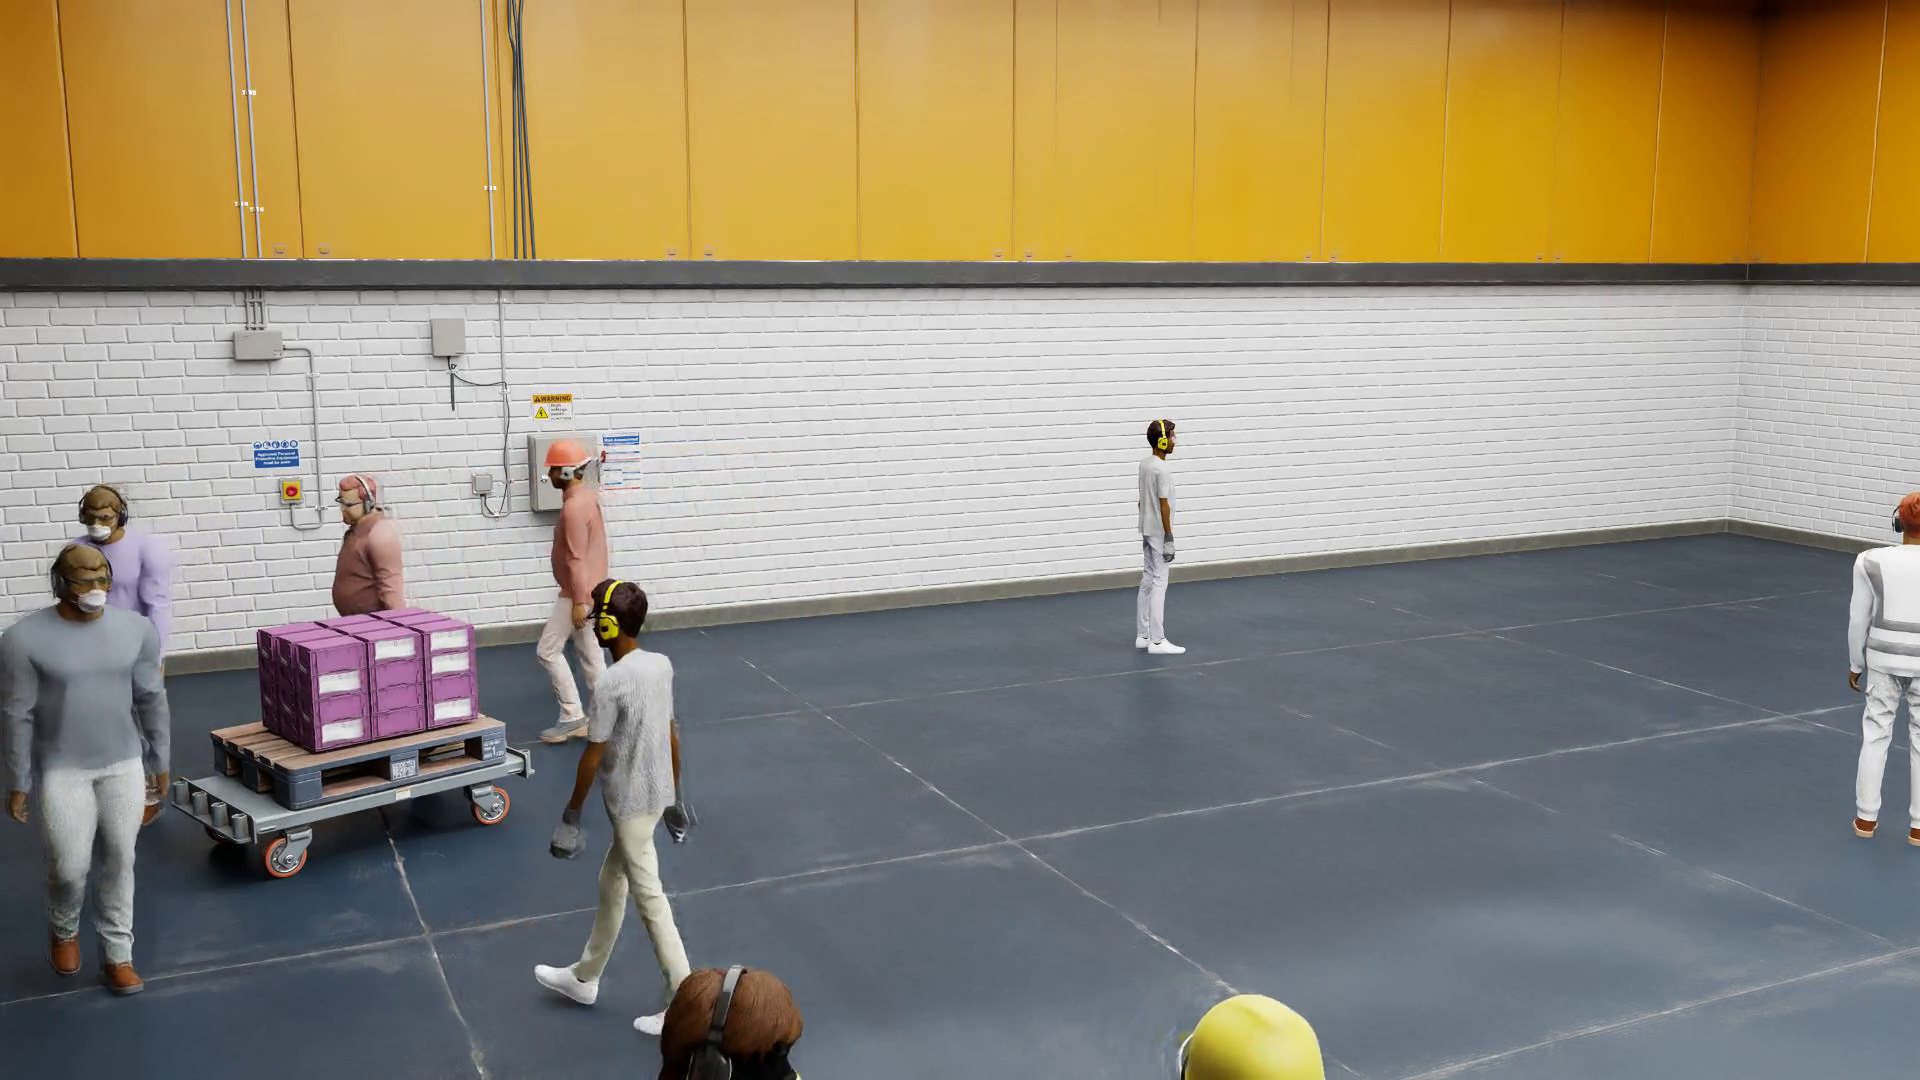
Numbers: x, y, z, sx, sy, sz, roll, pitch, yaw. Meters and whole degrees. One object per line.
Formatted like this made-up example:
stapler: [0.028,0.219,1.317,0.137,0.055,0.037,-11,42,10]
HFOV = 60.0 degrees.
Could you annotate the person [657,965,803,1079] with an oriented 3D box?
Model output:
person: [-0.433,1.646,3.057,0.613,1.813,0.642,4,10,25]

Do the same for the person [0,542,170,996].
person: [-3.642,0.958,6.972,0.459,1.928,0.654,9,13,43]

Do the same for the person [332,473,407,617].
person: [-3.501,0.499,10.093,1.012,1.852,0.650,-4,10,-24]

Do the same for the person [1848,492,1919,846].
person: [5.031,0.680,8.835,0.575,1.884,0.355,7,11,36]

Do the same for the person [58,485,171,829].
person: [-4.539,0.660,8.902,0.621,1.908,0.655,0,9,-1]

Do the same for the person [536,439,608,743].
person: [-2.532,0.332,10.708,0.601,1.970,0.647,-1,9,-3]

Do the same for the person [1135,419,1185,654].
person: [1.592,-0.029,13.276,0.329,1.872,0.507,-3,10,-17]

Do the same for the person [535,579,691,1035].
person: [-1.417,1.067,6.614,0.907,1.834,0.515,2,9,15]

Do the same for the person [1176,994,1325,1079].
person: [0.548,1.669,2.929,0.590,1.805,0.617,8,12,41]
